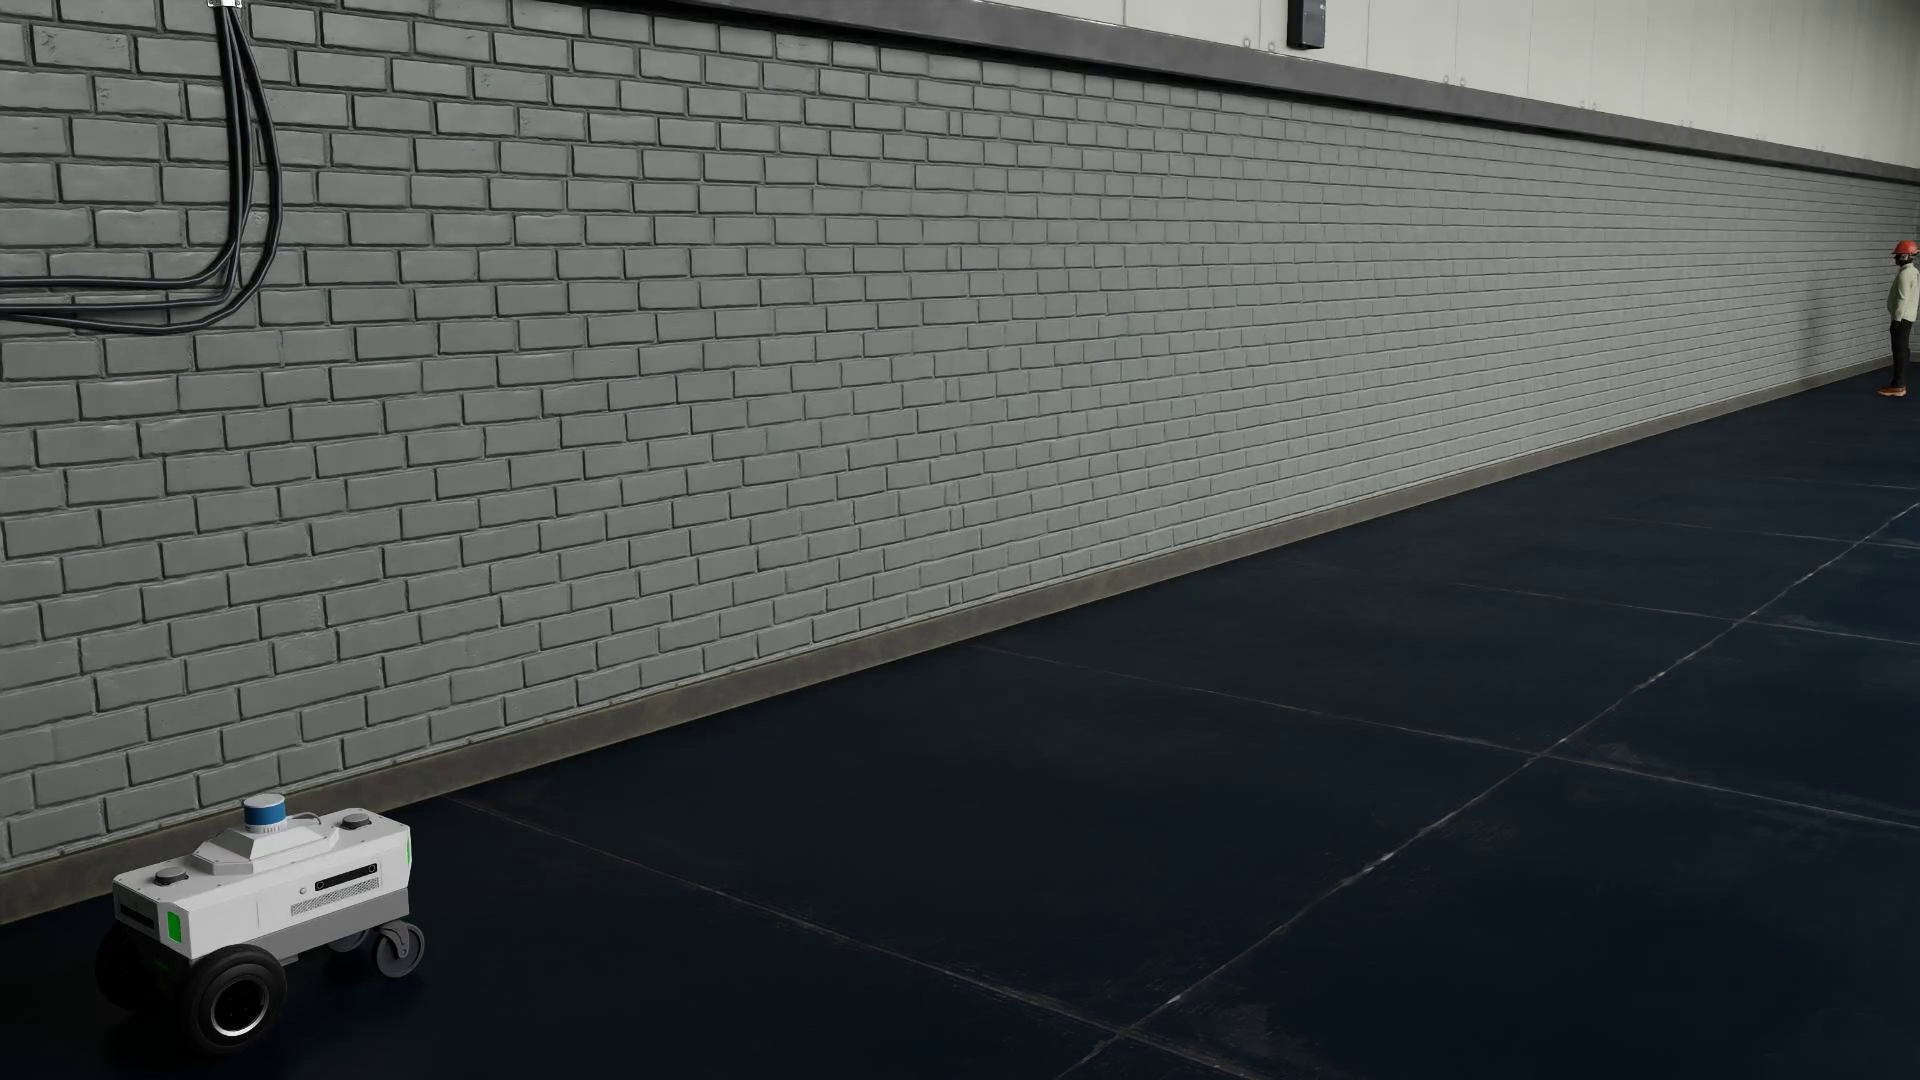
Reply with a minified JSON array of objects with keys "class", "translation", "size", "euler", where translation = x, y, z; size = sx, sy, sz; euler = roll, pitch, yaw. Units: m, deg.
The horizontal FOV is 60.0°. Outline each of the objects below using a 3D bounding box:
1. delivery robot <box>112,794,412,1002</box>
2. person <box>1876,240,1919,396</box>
[{"class":"delivery robot","translation":[-1.825,0.917,4.407],"size":[0.477,0.478,0.707],"euler":[8,13,38]},{"class":"person","translation":[12.216,-2.881,21.600],"size":[0.381,1.994,0.622],"euler":[8,13,38]}]
